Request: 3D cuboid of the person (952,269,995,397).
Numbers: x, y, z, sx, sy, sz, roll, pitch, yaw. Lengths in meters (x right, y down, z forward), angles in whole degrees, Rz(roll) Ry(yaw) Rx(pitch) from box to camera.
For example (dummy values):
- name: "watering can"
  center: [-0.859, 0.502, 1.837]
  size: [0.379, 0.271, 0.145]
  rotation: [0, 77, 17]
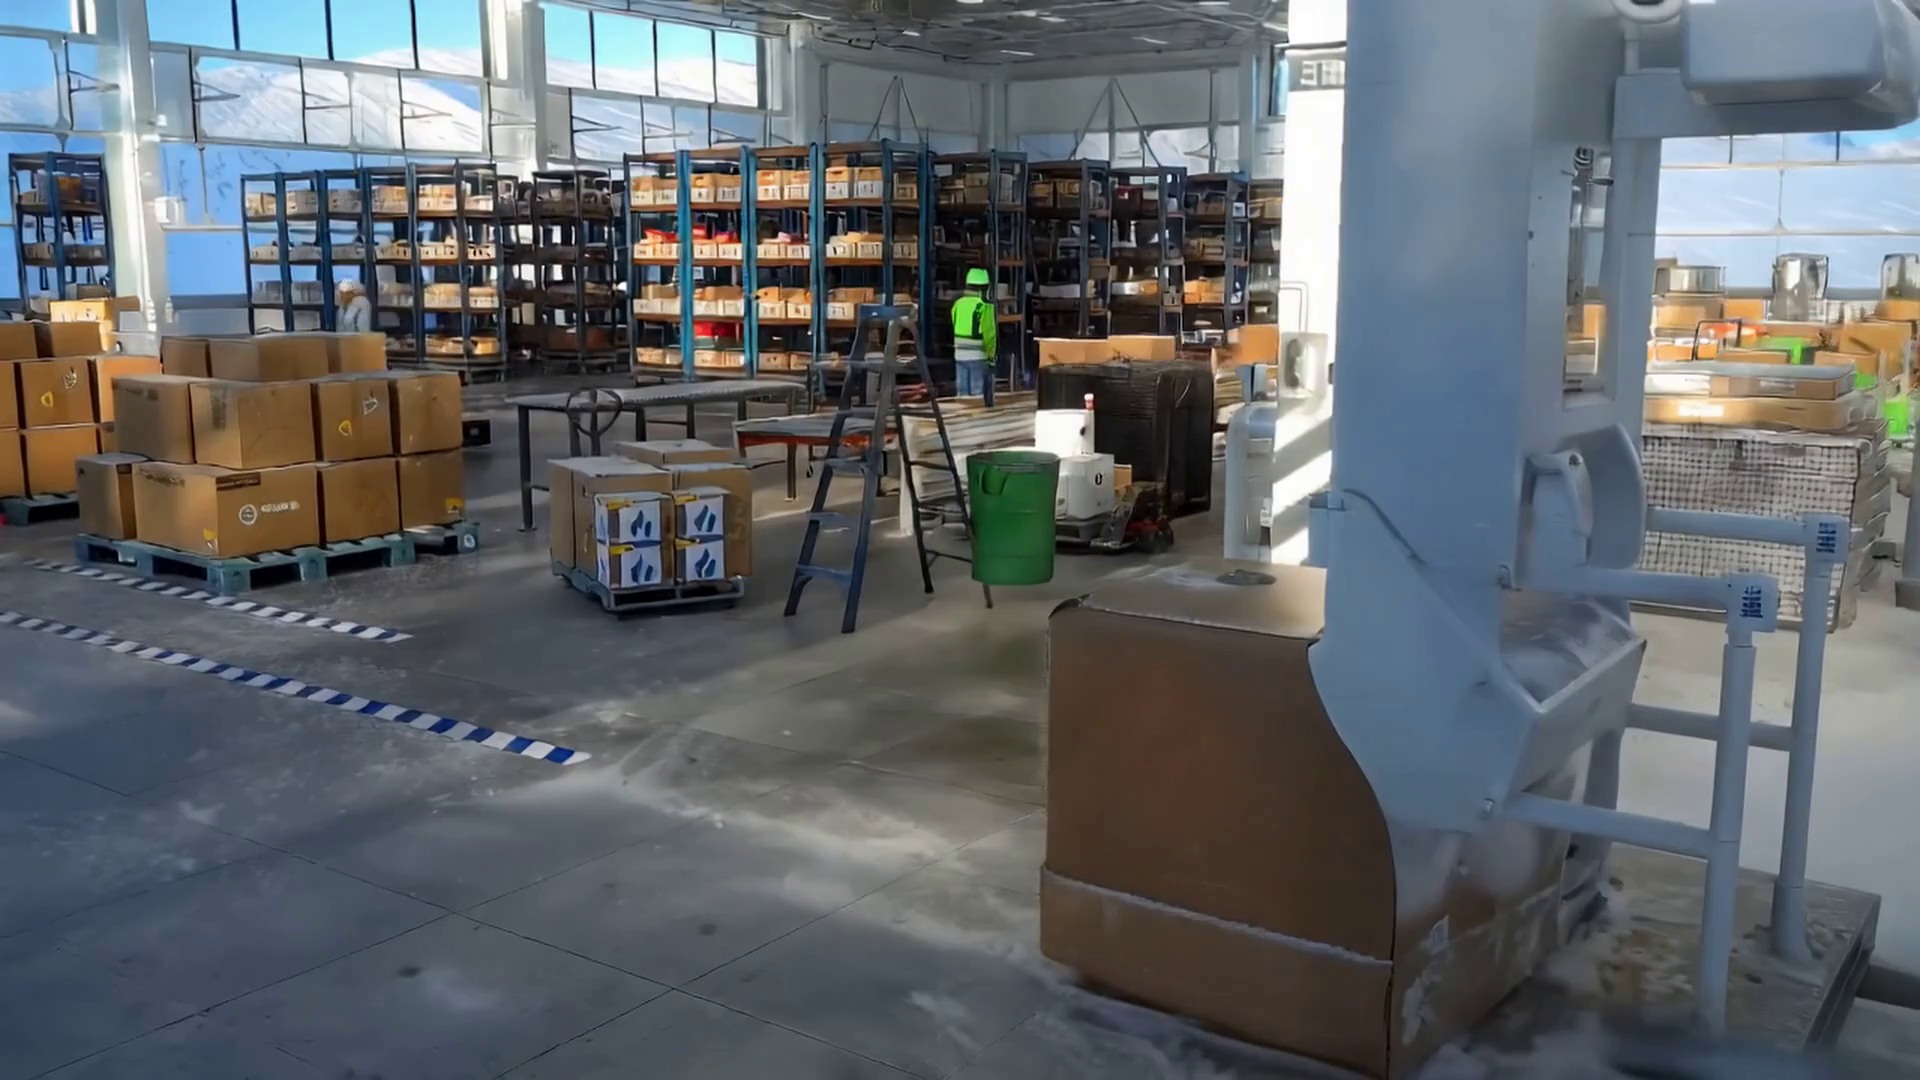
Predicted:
- name: "person"
  center: [0.161, -2.023, 18.410]
  size: [0.425, 1.938, 0.603]
  rotation: [-9, 13, -42]

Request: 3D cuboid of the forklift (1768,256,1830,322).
- name: "forklift"
  center: [20.253, -5.854, 40.139]
  size: [1.157, 1.987, 2.680]
  rotation: [7, 12, 35]

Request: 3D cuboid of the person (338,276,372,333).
- name: "person"
  center: [-8.374, -2.704, 22.825]
  size: [0.609, 1.804, 0.712]
  rotation: [6, 11, 31]

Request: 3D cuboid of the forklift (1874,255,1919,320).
- name: "forklift"
  center: [22.089, -5.634, 38.796]
  size: [1.157, 1.987, 2.680]
  rotation: [6, 11, 33]

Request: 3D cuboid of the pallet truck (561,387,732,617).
- name: "pallet truck"
  center: [-1.981, -0.274, 10.088]
  size: [0.680, 1.201, 1.601]
  rotation: [-5, 11, -28]

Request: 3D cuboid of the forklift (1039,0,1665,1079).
- name: "forklift"
  center: [1.249, -0.137, 4.360]
  size: [1.873, 2.768, 1.129]
  rotation: [7, 12, 35]

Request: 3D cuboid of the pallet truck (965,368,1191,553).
- name: "pallet truck"
  center: [0.845, -0.609, 11.869]
  size: [1.630, 1.274, 0.653]
  rotation: [7, 12, 35]

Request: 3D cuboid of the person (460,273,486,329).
- name: "person"
  center: [-9.814, -4.422, 33.113]
  size: [0.967, 1.798, 0.581]
  rotation: [4, 10, 22]
